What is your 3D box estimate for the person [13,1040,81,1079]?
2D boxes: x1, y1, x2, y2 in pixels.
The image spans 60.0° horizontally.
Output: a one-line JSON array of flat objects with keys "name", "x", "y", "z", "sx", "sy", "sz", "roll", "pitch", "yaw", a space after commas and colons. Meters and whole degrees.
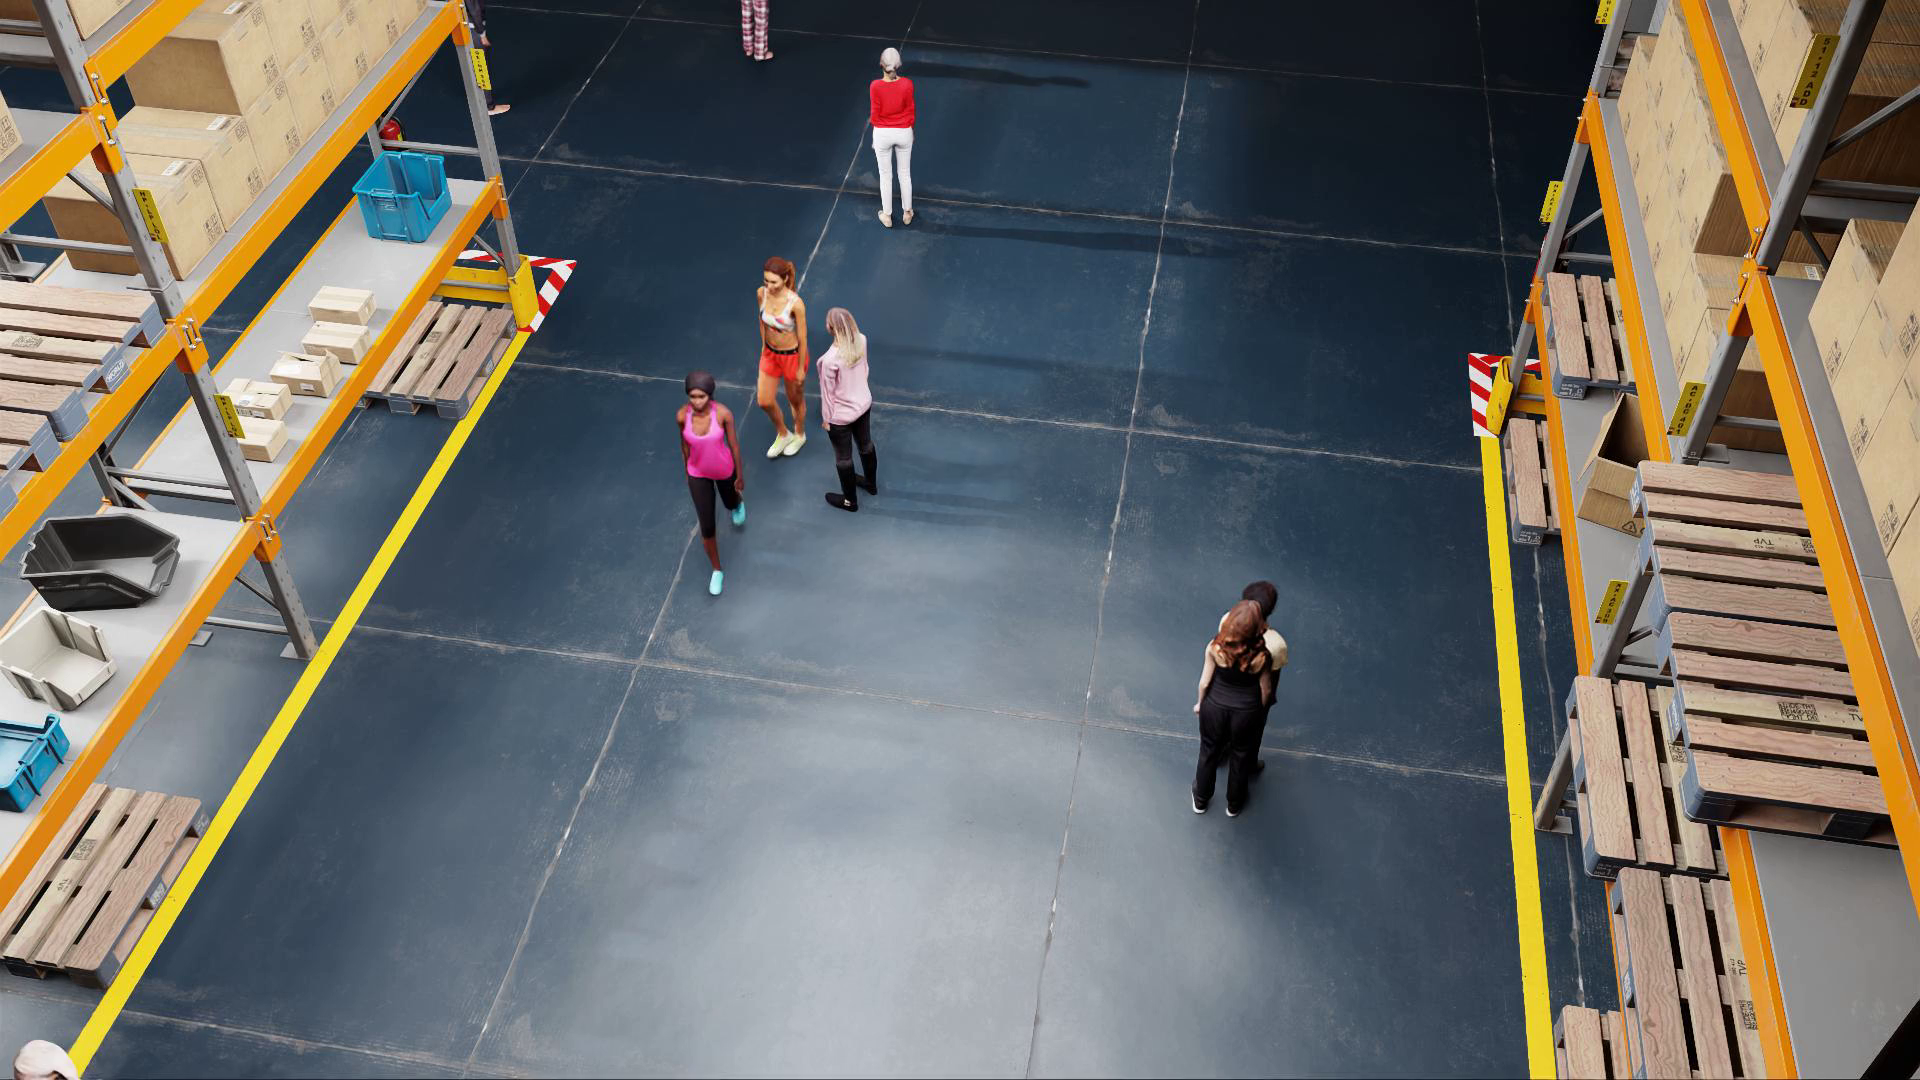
[{"name": "person", "x": -3.918, "y": 2.807, "z": 7.794, "sx": 0.570, "sy": 1.775, "sz": 1.163, "roll": 7, "pitch": 44, "yaw": 8}]

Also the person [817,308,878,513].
[{"name": "person", "x": -0.782, "y": -0.932, "z": 11.785, "sx": 0.739, "sy": 1.685, "sz": 0.629, "roll": 28, "pitch": 50, "yaw": 26}]

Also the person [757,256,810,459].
[{"name": "person", "x": -1.229, "y": -1.379, "z": 12.187, "sx": 0.694, "sy": 1.778, "sz": 0.719, "roll": 21, "pitch": 48, "yaw": 21}]

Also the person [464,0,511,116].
[{"name": "person", "x": -4.713, "y": -4.931, "z": 15.951, "sx": 0.682, "sy": 1.728, "sz": 0.689, "roll": 31, "pitch": 52, "yaw": 28}]

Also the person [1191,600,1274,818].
[{"name": "person", "x": 1.584, "y": 0.996, "z": 9.715, "sx": 0.580, "sy": 1.748, "sz": 0.520, "roll": 9, "pitch": 44, "yaw": 9}]

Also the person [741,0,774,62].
[{"name": "person", "x": -2.092, "y": -5.667, "z": 16.744, "sx": 0.690, "sy": 1.700, "sz": 0.694, "roll": 30, "pitch": 51, "yaw": 28}]

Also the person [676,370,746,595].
[{"name": "person", "x": -1.662, "y": -0.509, "z": 11.335, "sx": 0.689, "sy": 1.693, "sz": 1.148, "roll": 0, "pitch": 44, "yaw": 0}]

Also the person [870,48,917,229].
[{"name": "person", "x": -0.580, "y": -3.503, "z": 14.477, "sx": 0.628, "sy": 1.694, "sz": 0.647, "roll": -8, "pitch": 44, "yaw": -8}]

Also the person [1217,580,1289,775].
[{"name": "person", "x": 1.730, "y": 0.847, "z": 9.987, "sx": 0.654, "sy": 1.590, "sz": 0.637, "roll": 29, "pitch": 51, "yaw": 27}]
